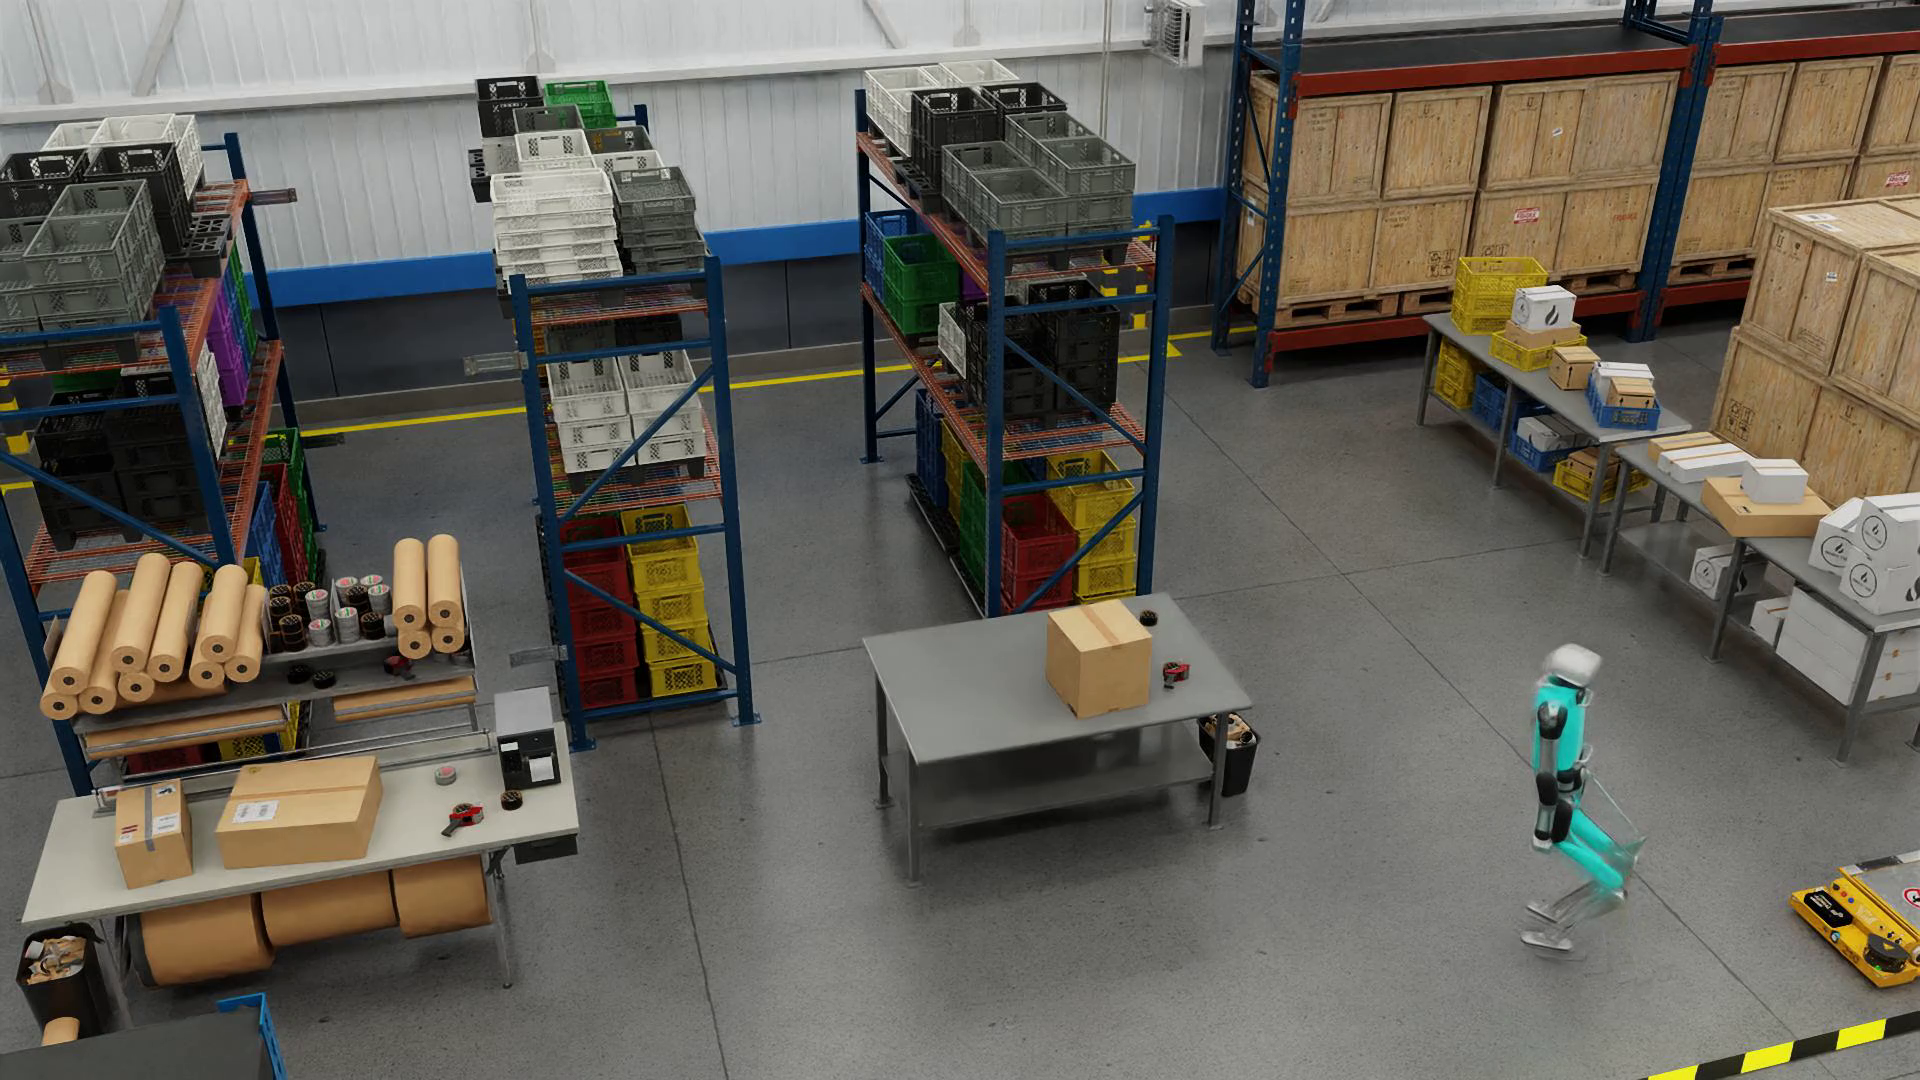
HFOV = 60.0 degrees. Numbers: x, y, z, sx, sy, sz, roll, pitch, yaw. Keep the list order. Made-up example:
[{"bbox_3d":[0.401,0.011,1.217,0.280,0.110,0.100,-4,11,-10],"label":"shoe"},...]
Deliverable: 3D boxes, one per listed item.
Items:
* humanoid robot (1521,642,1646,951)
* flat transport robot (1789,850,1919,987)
[{"bbox_3d":[3.093,1.309,8.115,0.735,1.677,0.533,15,32,25],"label":"humanoid robot"},{"bbox_3d":[5.163,1.916,8.676,1.431,0.231,0.659,-8,30,-14],"label":"flat transport robot"}]
